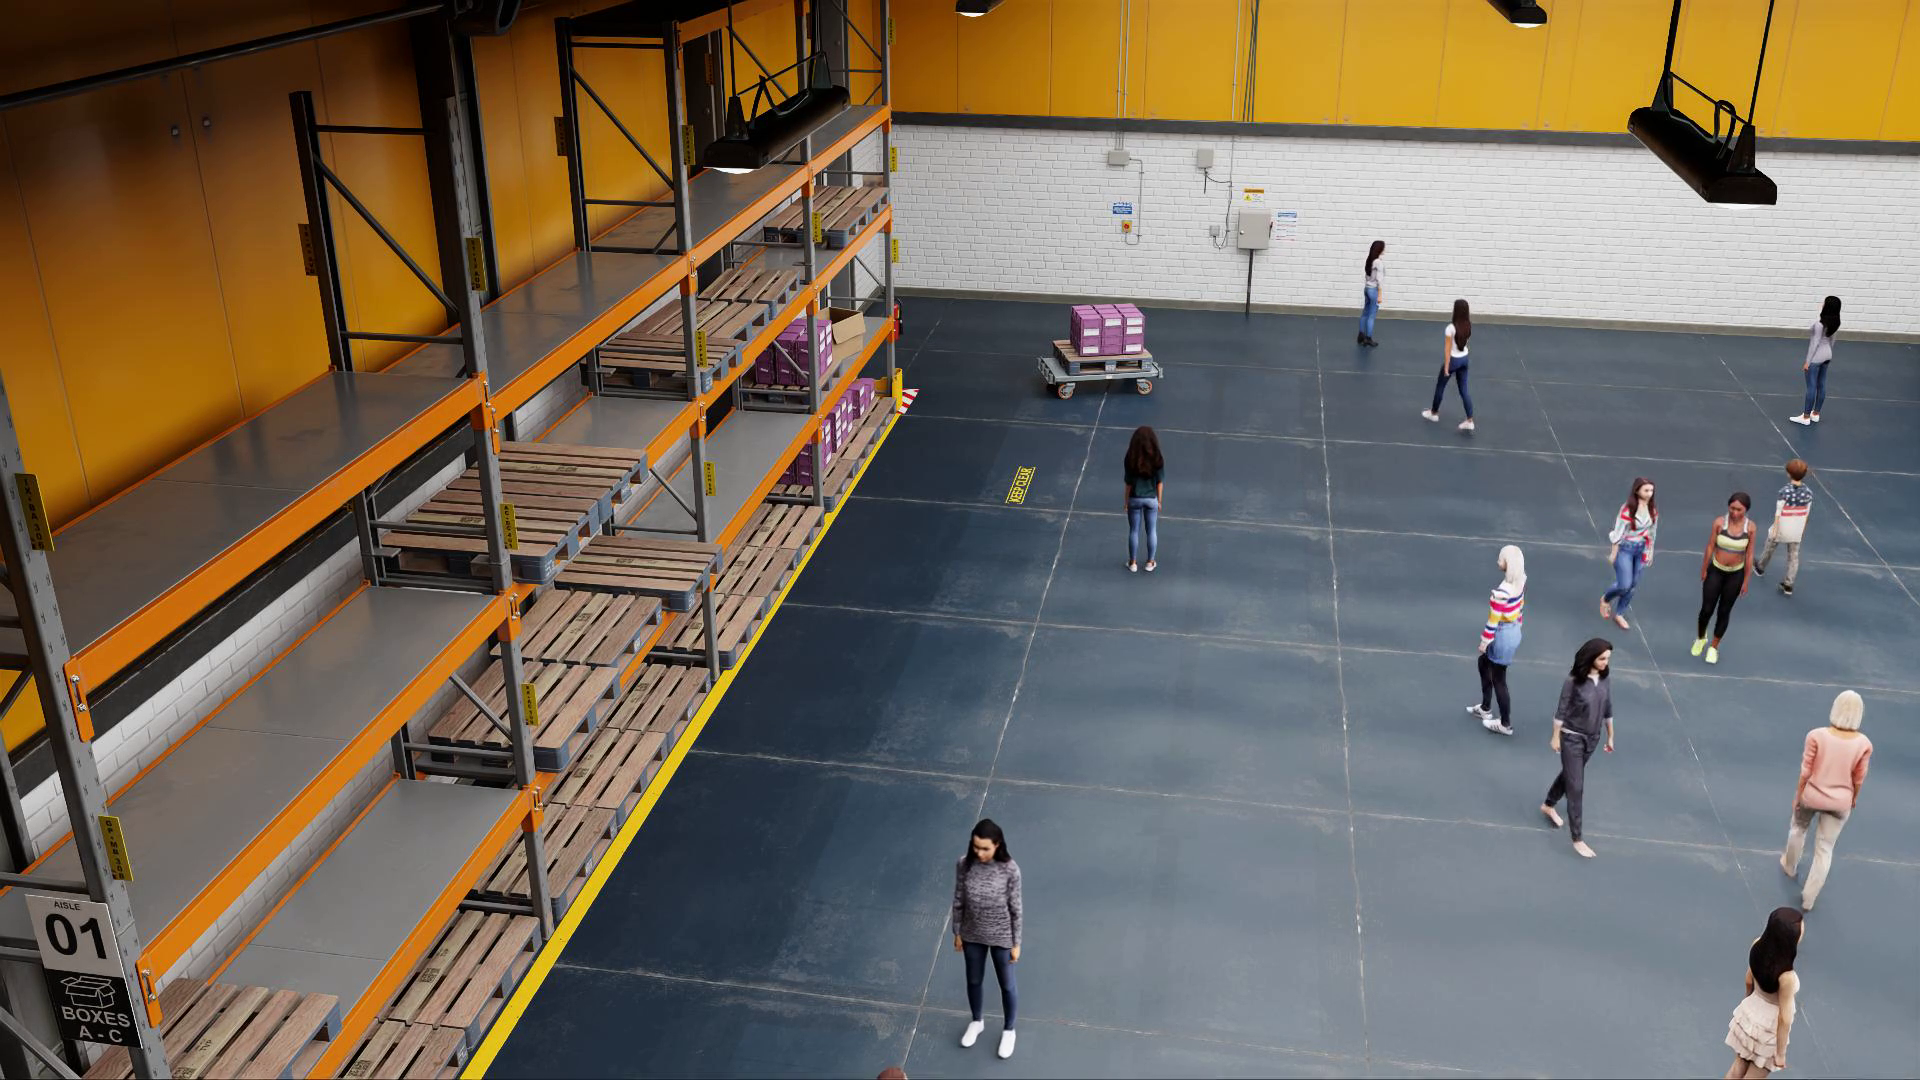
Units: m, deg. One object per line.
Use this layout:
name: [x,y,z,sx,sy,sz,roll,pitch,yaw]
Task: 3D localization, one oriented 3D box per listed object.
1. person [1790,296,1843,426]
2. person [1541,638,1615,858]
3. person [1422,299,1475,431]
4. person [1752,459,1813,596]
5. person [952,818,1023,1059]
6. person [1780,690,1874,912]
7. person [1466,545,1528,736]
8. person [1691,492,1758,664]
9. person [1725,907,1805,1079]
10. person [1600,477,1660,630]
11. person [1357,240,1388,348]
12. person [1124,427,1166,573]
person: [11.419,-2.394,22.081,0.685,1.736,0.727,-13,27,-27]
person: [4.830,1.532,13.105,0.925,1.732,1.090,-8,25,-18]
person: [6.561,-2.255,21.760,1.030,1.737,1.186,-11,26,-24]
person: [8.633,-0.111,17.268,0.658,1.406,0.945,0,24,0]
person: [0.194,2.542,10.793,0.640,1.732,0.573,7,25,16]
person: [6.358,1.942,12.209,0.710,1.698,0.938,9,25,19]
person: [4.814,0.895,14.489,0.886,1.791,0.817,19,30,37]
person: [7.305,0.322,15.859,0.621,1.743,0.639,10,26,22]
person: [4.765,2.922,9.918,0.682,1.736,0.543,-2,24,-5]
person: [6.623,0.099,16.545,0.726,1.602,0.768,-5,24,-12]
person: [6.289,-3.776,25.373,0.734,1.631,0.585,-5,24,-11]
person: [1.954,-0.436,17.750,0.624,1.616,0.621,1,24,3]
